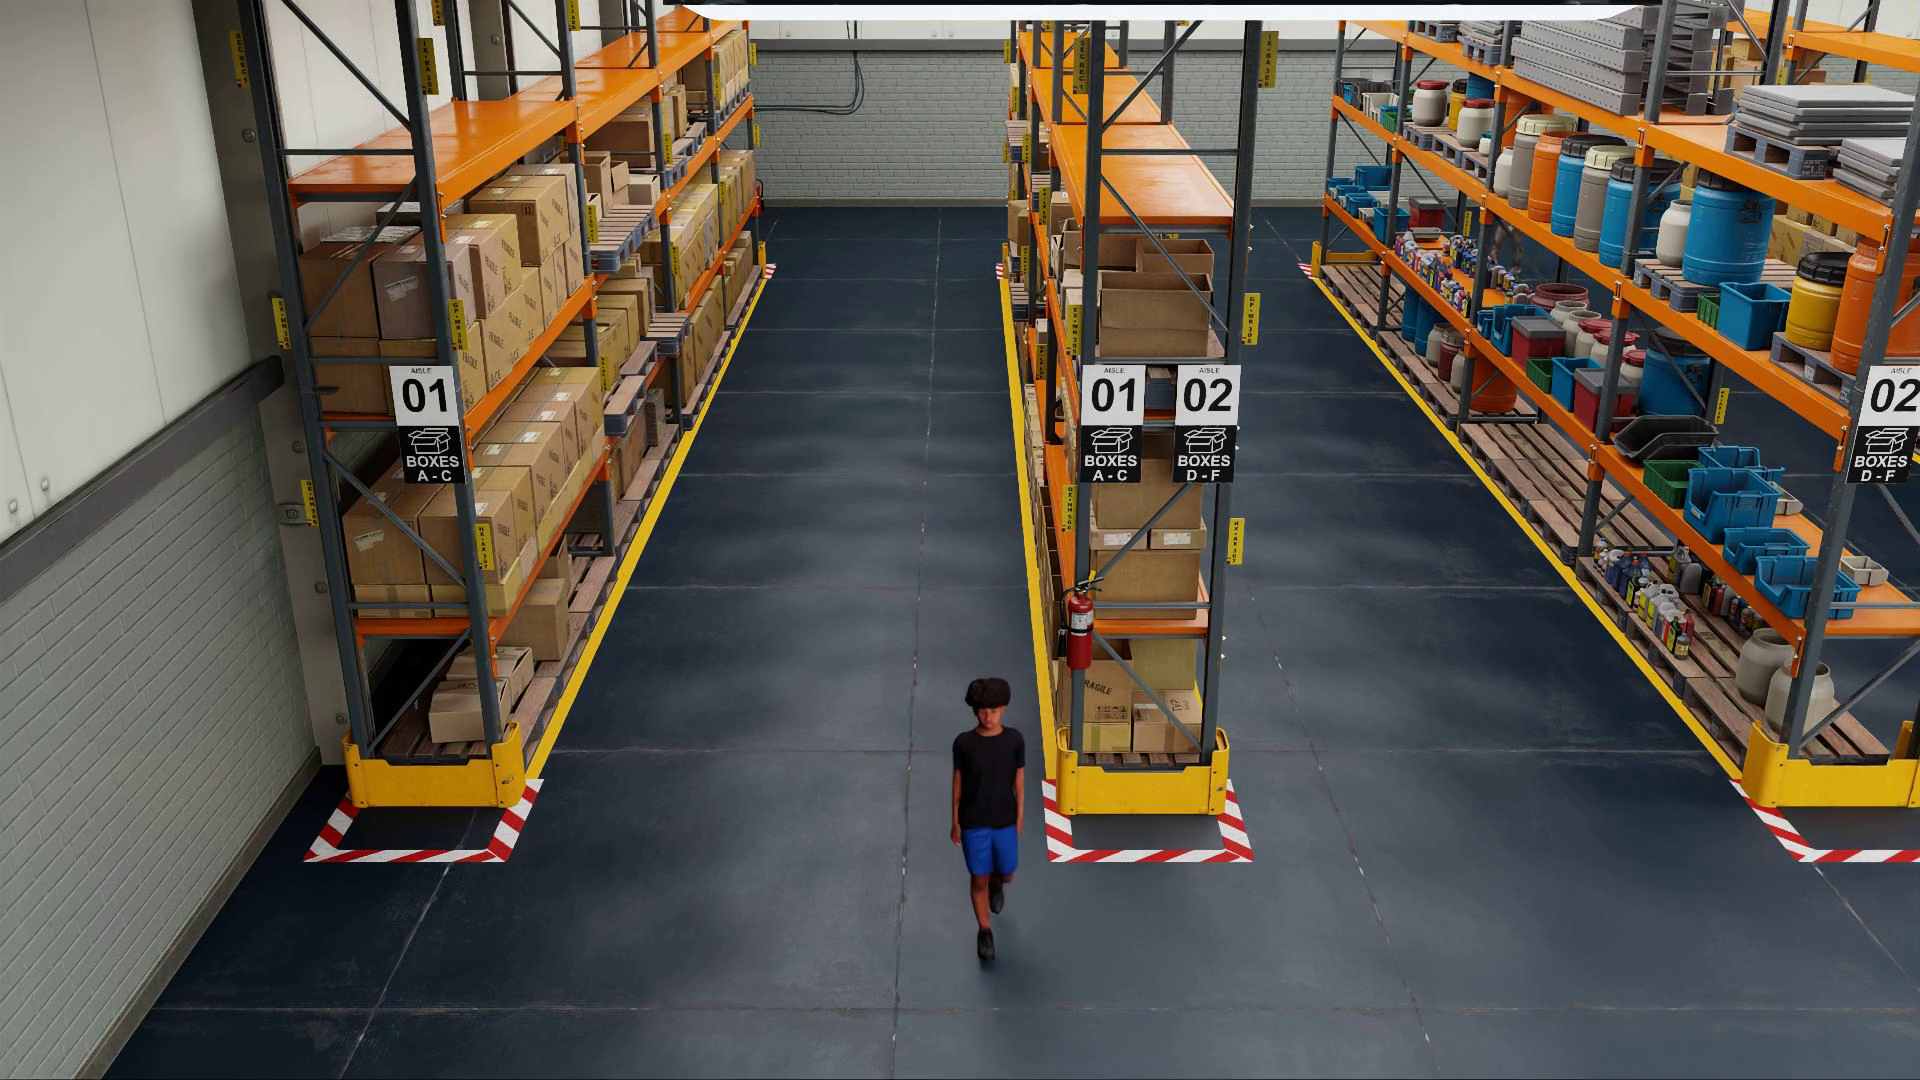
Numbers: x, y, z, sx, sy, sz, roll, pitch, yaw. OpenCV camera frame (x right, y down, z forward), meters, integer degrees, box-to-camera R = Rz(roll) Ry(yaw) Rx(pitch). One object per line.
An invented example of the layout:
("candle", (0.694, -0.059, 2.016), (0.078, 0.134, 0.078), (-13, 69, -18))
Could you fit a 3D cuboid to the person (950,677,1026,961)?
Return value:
("person", (0.156, 1.605, 9.909), (0.623, 1.786, 0.872), (-1, 22, -3))
